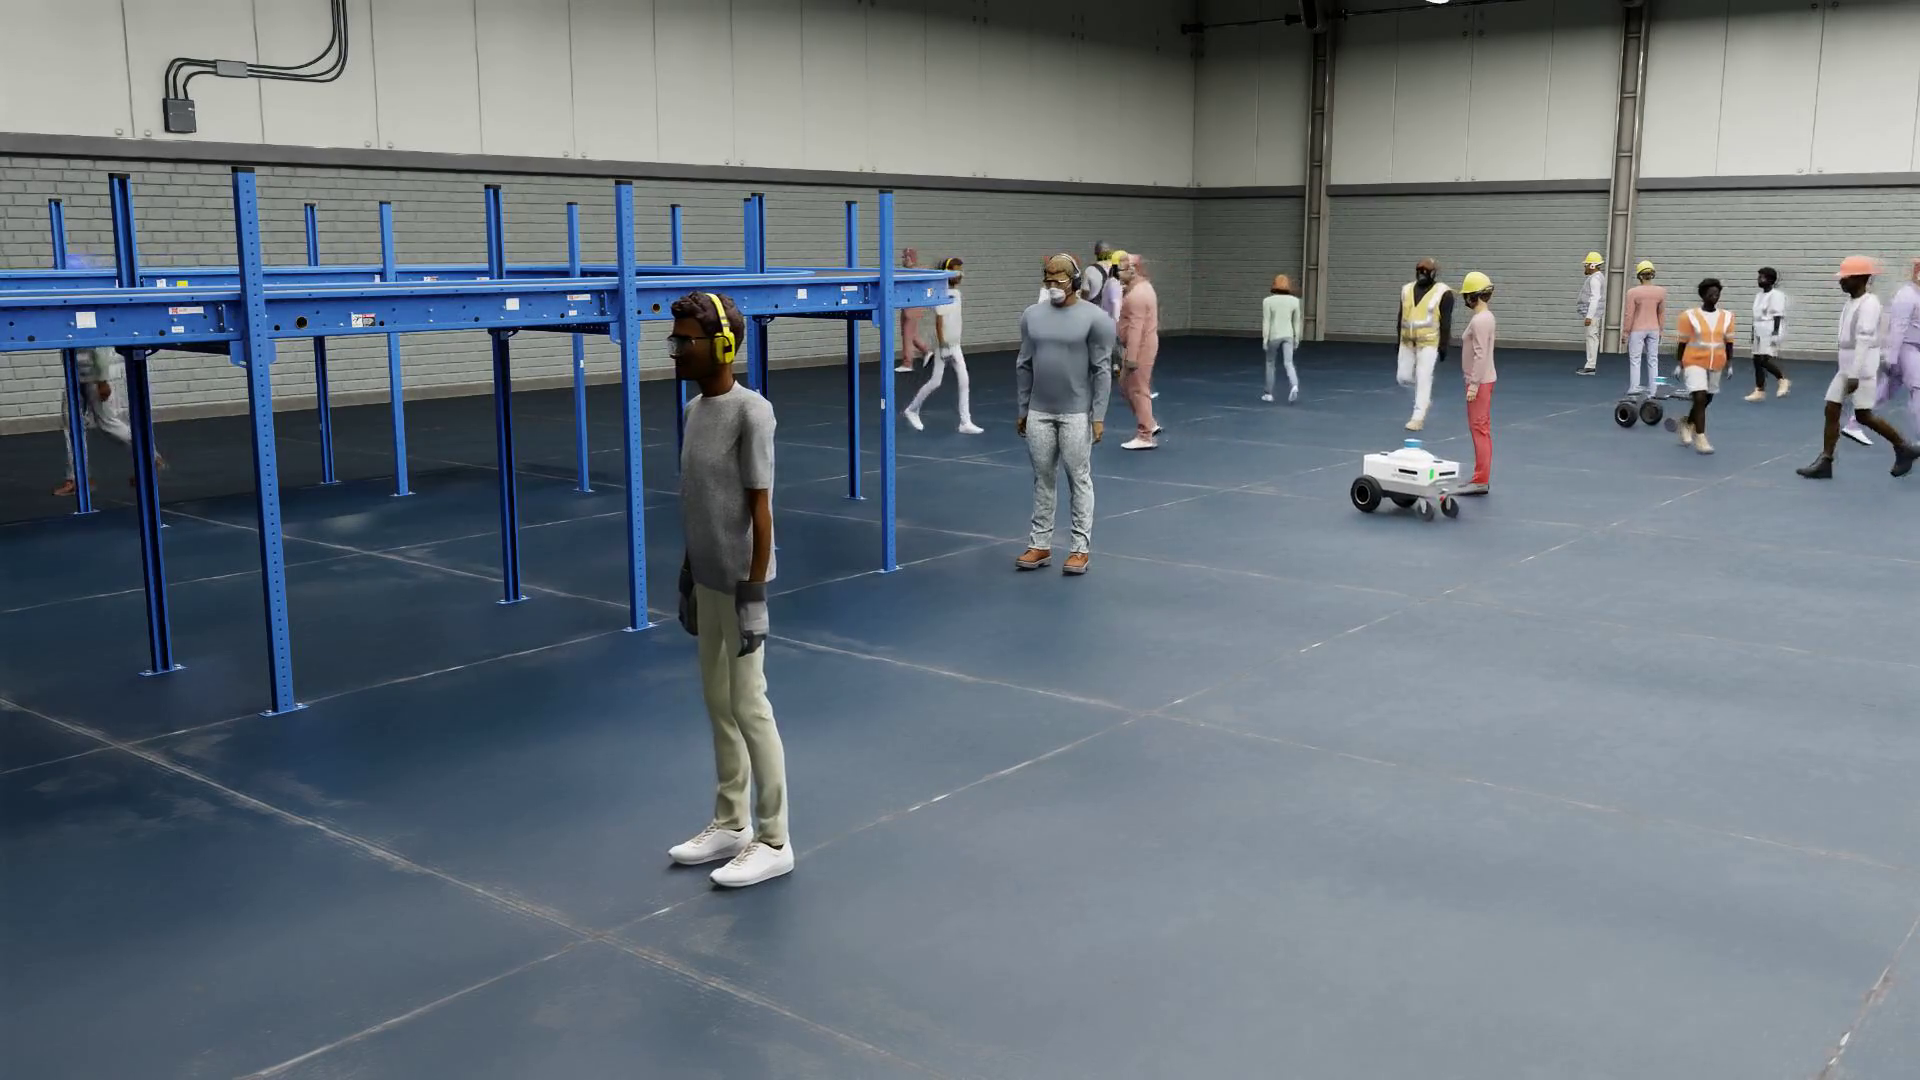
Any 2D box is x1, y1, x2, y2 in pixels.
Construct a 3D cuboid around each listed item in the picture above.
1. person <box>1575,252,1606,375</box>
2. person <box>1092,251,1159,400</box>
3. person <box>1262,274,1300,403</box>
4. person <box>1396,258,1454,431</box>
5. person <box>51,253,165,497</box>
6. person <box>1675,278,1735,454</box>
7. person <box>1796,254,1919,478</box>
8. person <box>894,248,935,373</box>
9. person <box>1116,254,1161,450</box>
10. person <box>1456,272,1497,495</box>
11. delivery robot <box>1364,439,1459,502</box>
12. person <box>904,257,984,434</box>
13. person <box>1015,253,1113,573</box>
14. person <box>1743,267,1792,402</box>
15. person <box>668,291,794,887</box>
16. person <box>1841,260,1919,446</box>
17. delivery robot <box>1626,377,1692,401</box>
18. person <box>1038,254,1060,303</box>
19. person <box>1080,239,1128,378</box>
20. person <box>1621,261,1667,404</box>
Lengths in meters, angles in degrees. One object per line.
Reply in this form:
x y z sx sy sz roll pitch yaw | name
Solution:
9.515 -3.417 25.104 0.403 1.835 0.588 5 11 24 | person
1.940 -2.545 20.147 0.967 1.873 0.617 1 10 6 | person
4.020 -2.511 20.744 0.500 1.601 0.797 -2 10 -9 | person
4.966 -2.102 17.815 0.522 1.828 0.633 -10 14 -43 | person
-6.913 -1.336 13.389 0.622 1.930 0.825 8 13 39 | person
7.177 -1.702 16.093 0.537 1.668 0.834 0 10 -2 | person
7.677 -1.460 14.083 0.880 1.904 0.552 1 10 7 | person
-0.732 -3.515 25.466 0.516 1.894 0.663 3 11 18 | person
1.707 -1.806 16.049 0.435 1.880 0.673 2 10 11 | person
4.110 -1.248 13.287 0.328 1.762 0.533 4 11 22 | person
3.352 -0.505 12.375 0.477 0.478 0.707 -7 12 -33 | delivery robot
-0.180 -2.056 17.539 0.892 1.842 0.506 8 13 36 | person
0.619 -0.770 10.160 0.627 1.936 0.371 6 12 30 | person
10.108 -2.562 20.773 0.424 1.684 0.545 -1 10 -3 | person
-0.748 0.151 5.273 0.327 1.865 0.517 -7 13 -35 | person
9.188 -1.813 16.190 1.015 1.855 0.654 7 13 35 | person
7.567 -1.651 18.003 0.335 0.223 0.698 -6 12 -29 | delivery robot
0.929 -2.181 18.195 0.872 1.849 0.597 6 12 29 | person
2.049 -3.270 23.838 0.706 2.000 0.536 -1 10 -8 | person
8.469 -2.572 20.635 0.523 1.760 0.327 -1 10 -6 | person
